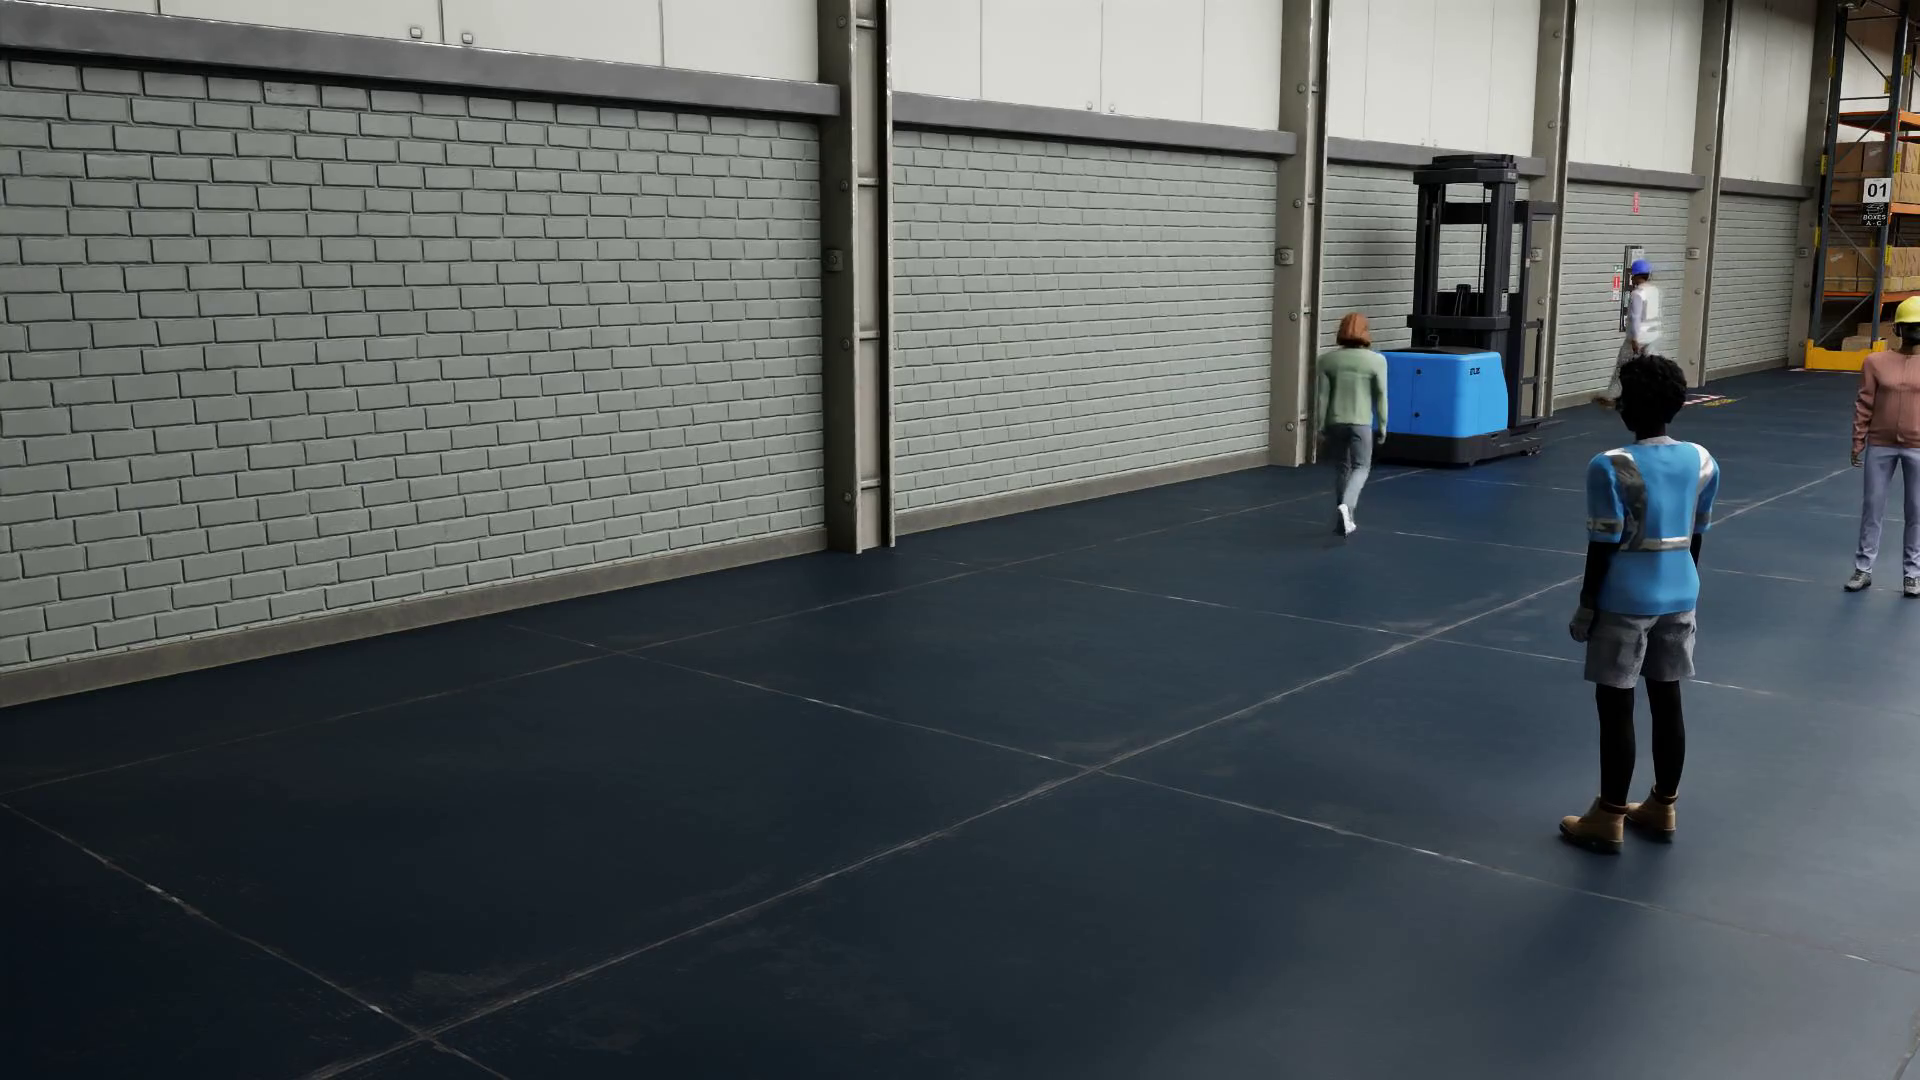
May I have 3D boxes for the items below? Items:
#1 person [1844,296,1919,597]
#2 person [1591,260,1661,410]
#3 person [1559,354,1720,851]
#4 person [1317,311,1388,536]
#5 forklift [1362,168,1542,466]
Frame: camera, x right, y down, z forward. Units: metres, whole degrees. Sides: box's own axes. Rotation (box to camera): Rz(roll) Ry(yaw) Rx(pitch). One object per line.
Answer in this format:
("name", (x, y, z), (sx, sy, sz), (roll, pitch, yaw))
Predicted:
("person", (5.601, -0.556, 9.903), (0.533, 1.770, 0.307), (7, 12, 36))
("person", (8.569, -2.577, 21.064), (0.614, 1.901, 0.966), (-7, 12, -33))
("person", (2.328, 0.215, 5.710), (0.535, 1.699, 0.318), (-4, 11, -23))
("person", (2.770, -0.817, 11.838), (0.504, 1.609, 0.670), (5, 11, 28))
("forklift", (4.875, -2.212, 16.287), (1.129, 2.768, 1.873), (8, 13, 40))
